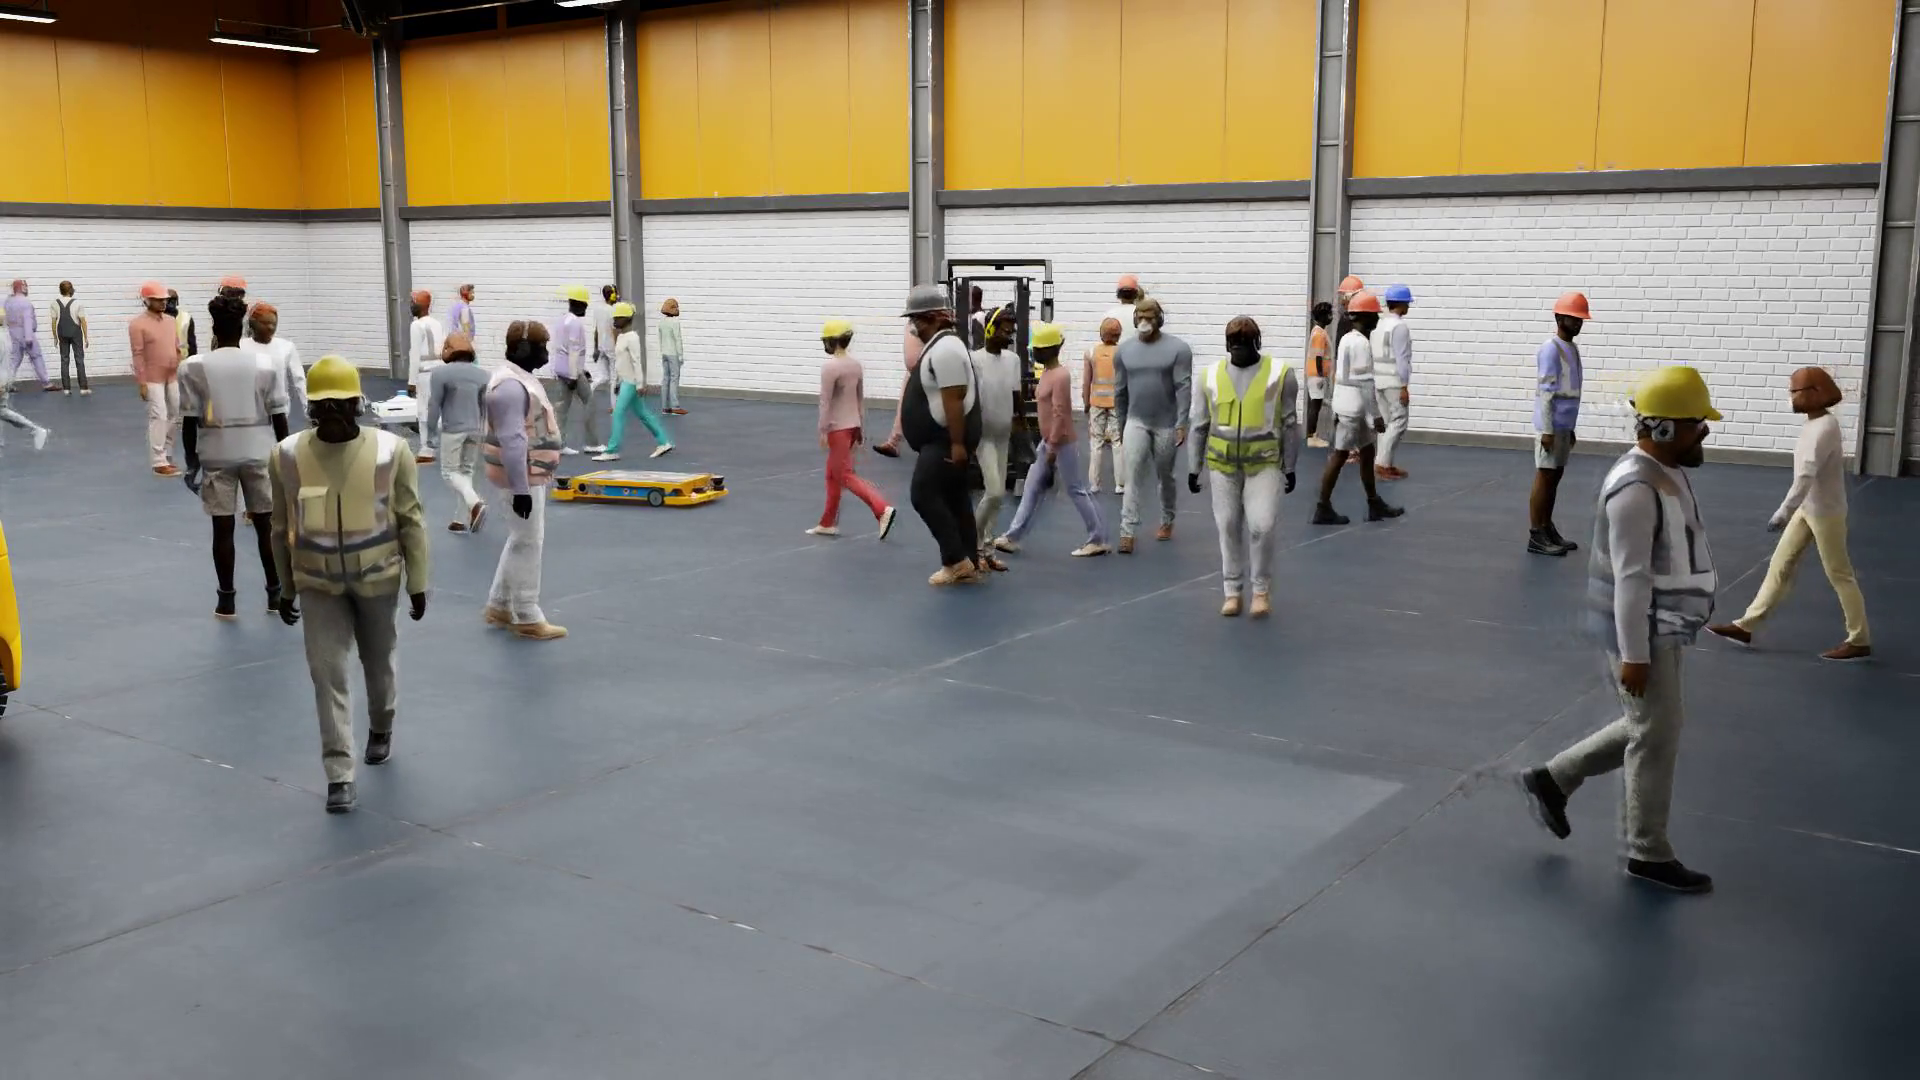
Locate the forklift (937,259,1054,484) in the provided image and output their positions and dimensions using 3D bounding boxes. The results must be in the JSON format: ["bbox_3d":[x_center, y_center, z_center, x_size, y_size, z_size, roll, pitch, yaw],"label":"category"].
[{"bbox_3d":[0.370,-1.738,16.759,1.214,2.155,2.313,1,10,3],"label":"forklift"}]

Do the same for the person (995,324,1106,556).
[{"bbox_3d":[0.654,-0.713,12.096,0.920,1.704,0.544,-2,10,-13],"label":"person"}]

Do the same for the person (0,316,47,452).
[{"bbox_3d":[-10.503,-1.753,18.235,0.674,1.719,0.493,-3,10,-20],"label":"person"}]

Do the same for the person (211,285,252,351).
[{"bbox_3d":[-9.278,-2.296,21.083,0.643,1.851,0.568,6,12,34],"label":"person"}]

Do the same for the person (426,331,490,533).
[{"bbox_3d":[-3.877,-0.829,13.065,0.585,1.605,0.555,9,13,42],"label":"person"}]

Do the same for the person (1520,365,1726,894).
[{"bbox_3d":[2.326,0.296,5.784,0.611,1.818,0.602,6,11,32],"label":"person"}]

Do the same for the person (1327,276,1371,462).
[{"bbox_3d":[4.211,-1.838,17.944,0.381,1.996,0.608,7,12,38],"label":"person"}]

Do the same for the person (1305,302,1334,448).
[{"bbox_3d":[4.164,-1.908,19.275,0.319,1.690,0.534,2,10,11],"label":"person"}]

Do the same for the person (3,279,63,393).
[{"bbox_3d":[-15.398,-3.354,27.383,0.664,1.866,0.902,5,11,29],"label":"person"}]

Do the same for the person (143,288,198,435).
[{"bbox_3d":[-9.884,-2.235,20.807,0.659,1.825,0.696,-5,11,-26],"label":"person"}]

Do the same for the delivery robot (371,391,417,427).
[{"bbox_3d":[-6.886,-1.604,20.551,0.707,0.478,0.477,-5,11,-29],"label":"delivery robot"}]

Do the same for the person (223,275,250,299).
[{"bbox_3d":[-9.501,-2.520,22.057,0.707,1.968,0.627,1,10,8],"label":"person"}]

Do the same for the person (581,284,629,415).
[{"bbox_3d":[-4.964,-2.638,23.151,0.523,1.854,0.666,8,12,40],"label":"person"}]

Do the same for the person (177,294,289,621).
[{"bbox_3d":[-4.360,-0.496,10.041,0.612,1.963,0.362,-4,11,-25],"label":"person"}]

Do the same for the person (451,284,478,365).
[{"bbox_3d":[-7.757,-3.059,25.774,0.836,1.818,0.574,-4,10,-21],"label":"person"}]

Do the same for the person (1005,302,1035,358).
[{"bbox_3d":[0.670,-1.978,19.694,0.532,1.686,0.375,-9,13,-44],"label":"person"}]

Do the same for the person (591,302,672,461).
[{"bbox_3d":[-3.573,-1.728,18.108,0.907,1.722,0.532,-5,11,-25],"label":"person"}]

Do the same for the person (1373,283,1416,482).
[{"bbox_3d":[4.271,-1.549,16.379,0.411,1.946,0.623,-1,10,-6],"label":"person"}]

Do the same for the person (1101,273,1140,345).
[{"bbox_3d":[1.865,-1.929,18.431,0.611,2.043,0.614,2,10,15],"label":"person"}]

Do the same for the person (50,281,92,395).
[{"bbox_3d":[-14.349,-3.254,26.829,0.508,1.842,0.332,-2,10,-12],"label":"person"}]

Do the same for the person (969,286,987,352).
[{"bbox_3d":[0.178,-1.911,18.735,0.807,1.875,0.651,2,10,12],"label":"person"}]

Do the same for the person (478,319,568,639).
[{"bbox_3d":[-2.542,-0.341,9.561,0.543,1.834,0.676,-1,10,-8],"label":"person"}]

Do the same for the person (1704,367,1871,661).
[{"bbox_3d":[4.562,-0.139,9.034,0.855,1.584,0.506,3,10,15],"label":"person"}]

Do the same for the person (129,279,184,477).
[{"bbox_3d":[-7.998,-1.613,16.654,0.440,1.974,0.643,3,10,18],"label":"person"}]

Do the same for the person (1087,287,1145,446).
[{"bbox_3d":[2.053,-2.009,19.353,1.023,1.873,0.628,3,10,20],"label":"person"}]

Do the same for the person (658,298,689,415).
[{"bbox_3d":[-4.058,-2.583,23.455,0.285,1.633,0.497,-9,13,-42],"label":"person"}]

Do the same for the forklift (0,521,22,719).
[{"bbox_3d":[-5.296,-0.090,6.943,1.214,2.155,2.313,7,12,35],"label":"forklift"}]

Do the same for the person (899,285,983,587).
[{"bbox_3d":[-0.114,-0.694,10.997,0.571,2.000,0.706,0,10,-1],"label":"person"}]

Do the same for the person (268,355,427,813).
[{"bbox_3d":[-2.501,0.130,6.840,0.602,1.795,0.900,-3,10,-16],"label":"person"}]

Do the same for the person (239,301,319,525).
[{"bbox_3d":[-5.481,-0.975,13.270,1.000,1.826,0.606,7,12,36],"label":"person"}]

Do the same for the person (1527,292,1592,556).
[{"bbox_3d":[4.438,-0.858,12.291,0.376,1.934,0.547,7,12,37],"label":"person"}]

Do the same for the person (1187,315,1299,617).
[{"bbox_3d":[1.696,-0.436,10.075,0.662,1.831,0.524,4,10,21],"label":"person"}]

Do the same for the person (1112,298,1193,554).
[{"bbox_3d":[1.449,-0.874,12.559,0.639,1.894,1.011,3,10,17],"label":"person"}]

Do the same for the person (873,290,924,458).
[{"bbox_3d":[-0.462,-1.817,18.244,1.007,1.849,0.641,-7,12,-37],"label":"person"}]

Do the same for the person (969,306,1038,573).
[{"bbox_3d":[0.244,-0.688,11.520,0.545,1.849,0.406,-9,13,-43],"label":"person"}]

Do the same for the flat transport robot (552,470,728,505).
[{"bbox_3d":[-2.880,-0.483,14.999,1.431,0.197,0.652,3,10,18],"label":"flat transport robot"}]

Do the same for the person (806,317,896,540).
[{"bbox_3d":[-0.853,-0.857,12.903,0.802,1.741,0.527,5,11,26],"label":"person"}]

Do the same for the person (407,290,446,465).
[{"bbox_3d":[-5.512,-1.695,17.485,0.701,1.864,0.582,1,10,4],"label":"person"}]

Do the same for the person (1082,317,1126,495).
[{"bbox_3d":[1.386,-1.234,15.407,0.524,1.639,0.306,4,10,22],"label":"person"}]

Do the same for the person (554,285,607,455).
[{"bbox_3d":[-4.230,-1.890,18.562,0.801,1.886,0.578,-6,11,-34],"label":"person"}]

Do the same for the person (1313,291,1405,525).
[{"bbox_3d":[3.316,-1.065,13.578,0.895,1.905,0.545,1,10,3],"label":"person"}]
